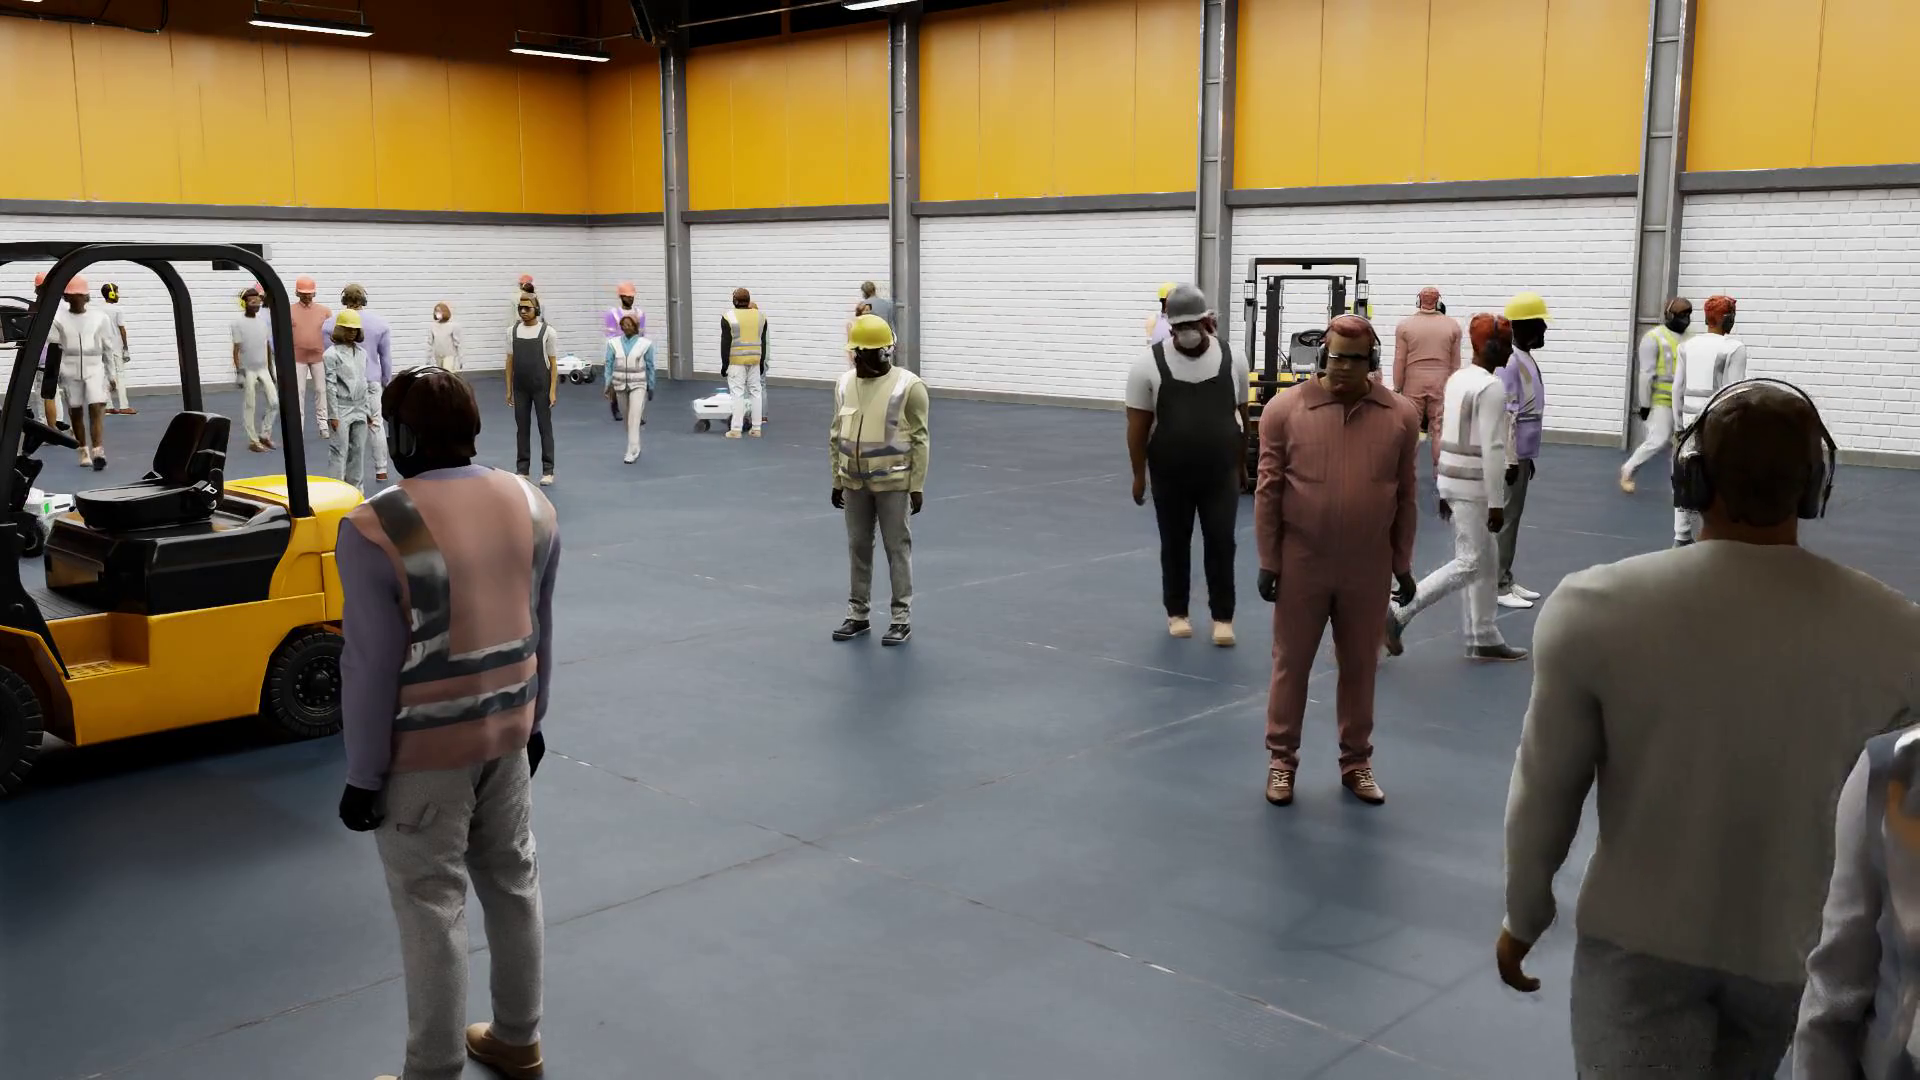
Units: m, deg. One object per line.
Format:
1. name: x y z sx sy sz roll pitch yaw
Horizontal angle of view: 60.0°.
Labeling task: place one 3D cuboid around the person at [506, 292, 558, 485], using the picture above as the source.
1. person: -4.102 -1.438 15.929 0.508 1.846 0.345 1 9 4

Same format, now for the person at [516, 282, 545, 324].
1. person: -7.112 -3.304 27.401 0.560 1.837 0.688 -9 13 -43

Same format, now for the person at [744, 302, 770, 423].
1. person: -2.798 -2.384 22.374 0.499 1.634 0.285 -3 10 -19

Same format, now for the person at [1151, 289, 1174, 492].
1. person: 1.962 -1.344 15.192 0.403 1.900 0.641 0 9 -3

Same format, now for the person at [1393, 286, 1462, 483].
1. person: 4.493 -1.492 16.071 0.652 1.906 0.403 1 9 3

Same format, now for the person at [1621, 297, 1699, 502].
1. person: 6.281 -1.235 14.753 0.648 1.824 0.723 -3 10 -20

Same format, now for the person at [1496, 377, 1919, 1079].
1. person: 1.241 0.688 2.739 0.638 1.913 0.962 1 9 9

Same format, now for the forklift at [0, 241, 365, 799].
1. forklift: -3.706 -0.171 7.093 1.214 2.155 2.313 9 13 43

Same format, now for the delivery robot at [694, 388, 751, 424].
1. delivery robot: -2.994 -1.677 21.049 0.707 0.478 0.477 1 9 4

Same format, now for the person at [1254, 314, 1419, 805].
1. person: 1.457 0.084 6.435 0.637 1.901 0.403 0 9 0

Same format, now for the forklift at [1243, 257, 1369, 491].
1. forklift: 3.309 -1.629 16.029 1.214 2.155 2.313 2 9 11

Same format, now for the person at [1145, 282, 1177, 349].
1. person: 2.230 -1.822 18.024 0.370 1.928 0.585 7 12 36

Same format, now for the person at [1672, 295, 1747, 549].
1. person: 5.413 -0.818 12.005 0.341 1.882 0.586 -5 10 -27

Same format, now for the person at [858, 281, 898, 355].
1. person: -1.278 -2.978 25.238 1.039 1.875 0.655 8 12 41

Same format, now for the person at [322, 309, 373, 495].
1. person: -5.093 -1.059 13.923 0.312 1.741 0.487 3 10 20

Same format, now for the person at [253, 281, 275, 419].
1. person: -9.494 -2.612 22.976 0.645 1.908 0.423 -2 9 -9

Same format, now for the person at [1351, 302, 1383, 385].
1. person: 4.311 -1.691 17.836 0.537 1.715 0.899 -4 10 -25

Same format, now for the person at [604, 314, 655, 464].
1. person: -3.560 -1.648 17.990 0.506 1.596 0.878 1 9 6

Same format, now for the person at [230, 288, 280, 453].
1. person: -7.899 -1.897 18.703 0.507 1.851 0.566 6 11 33

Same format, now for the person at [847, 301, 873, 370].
1. person: -1.329 -2.468 22.895 0.530 1.634 0.386 -7 11 -36

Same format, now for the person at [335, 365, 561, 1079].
1. person: -1.260 0.497 4.076 0.429 1.843 0.633 5 11 30

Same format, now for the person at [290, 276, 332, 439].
1. person: -7.931 -2.214 20.245 0.608 1.989 0.386 -5 10 -27

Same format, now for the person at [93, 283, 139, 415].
1. person: -12.038 -2.704 23.636 0.519 1.865 0.335 2 10 13

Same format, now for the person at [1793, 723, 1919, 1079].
1. person: 1.314 0.839 2.004 0.590 1.833 0.404 6 11 34

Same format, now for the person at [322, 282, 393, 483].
1. person: -5.786 -1.499 16.018 0.629 1.940 0.372 -5 11 -28

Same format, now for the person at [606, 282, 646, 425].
1. person: -4.485 -2.509 22.320 0.548 1.912 0.897 -5 11 -30

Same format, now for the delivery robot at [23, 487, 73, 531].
1. delivery robot: -6.872 -0.222 12.129 0.707 0.478 0.477 1 9 6

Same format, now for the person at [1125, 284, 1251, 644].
1. person: 1.264 -0.433 9.169 0.711 2.000 0.733 0 9 3

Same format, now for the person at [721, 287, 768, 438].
1. person: -2.670 -2.170 20.425 0.627 1.844 0.429 -7 12 -36

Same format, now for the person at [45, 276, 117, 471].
1. person: -9.036 -1.705 17.112 0.635 1.987 1.022 -5 11 -29

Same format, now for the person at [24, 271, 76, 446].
1. person: -10.631 -2.117 19.486 0.375 2.044 0.604 8 12 40

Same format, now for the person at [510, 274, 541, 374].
1. person: -8.140 -3.977 31.115 0.621 1.972 0.770 1 9 9

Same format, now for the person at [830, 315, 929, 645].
1. person: -0.465 -0.328 9.188 0.597 1.821 0.403 5 10 27

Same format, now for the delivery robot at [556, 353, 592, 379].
1. delivery robot: -7.016 -3.135 29.993 0.707 0.478 0.477 3 10 19

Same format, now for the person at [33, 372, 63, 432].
1. person: -11.514 -2.143 20.892 0.501 1.633 0.285 3 10 18

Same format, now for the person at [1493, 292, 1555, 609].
1. person: 3.433 -0.556 10.256 0.355 1.930 0.587 5 10 27

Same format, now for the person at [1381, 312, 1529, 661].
1. person: 2.586 -0.254 8.654 0.805 1.858 0.599 0 9 -3

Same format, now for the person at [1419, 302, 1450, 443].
1. person: 5.665 -2.002 19.869 0.537 1.690 0.320 -3 10 -20

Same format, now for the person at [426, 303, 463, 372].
1. person: -7.342 -2.586 23.735 0.513 1.593 0.839 3 10 17
